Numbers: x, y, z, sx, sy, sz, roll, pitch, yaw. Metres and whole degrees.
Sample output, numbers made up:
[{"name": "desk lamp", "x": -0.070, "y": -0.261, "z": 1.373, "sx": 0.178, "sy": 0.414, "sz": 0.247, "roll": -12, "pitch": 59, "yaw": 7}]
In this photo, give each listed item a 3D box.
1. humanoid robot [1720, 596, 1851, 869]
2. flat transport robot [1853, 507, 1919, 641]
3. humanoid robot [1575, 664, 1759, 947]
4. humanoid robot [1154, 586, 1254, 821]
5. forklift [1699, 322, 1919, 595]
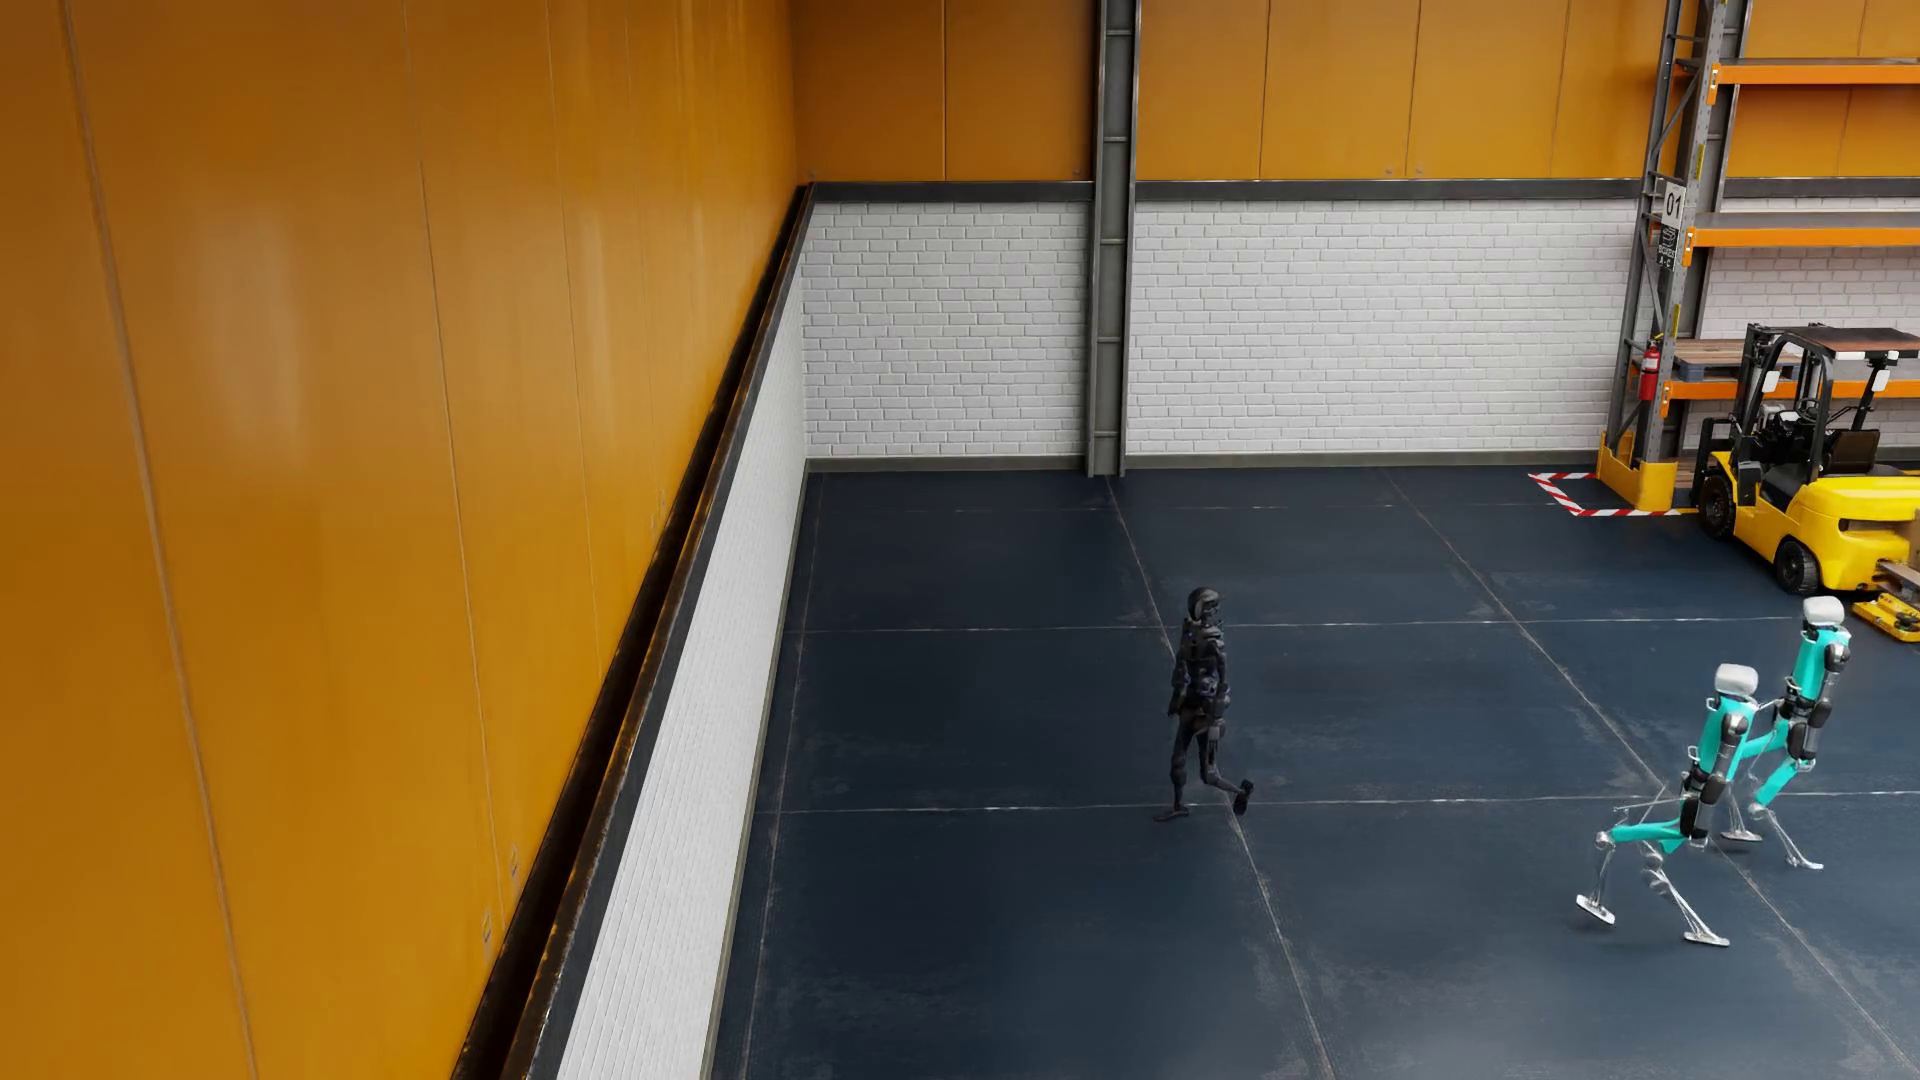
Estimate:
[{"name": "humanoid robot", "x": 5.005, "y": 1.186, "z": 10.217, "sx": 0.921, "sy": 1.773, "sz": 0.543, "roll": 3, "pitch": 21, "yaw": 9}, {"name": "flat transport robot", "x": 8.335, "y": 0.608, "z": 13.905, "sx": 1.431, "sy": 0.231, "sz": 0.659, "roll": -3, "pitch": 20, "yaw": -7}, {"name": "humanoid robot", "x": 3.948, "y": 1.496, "z": 9.461, "sx": 1.026, "sy": 1.764, "sz": 0.533, "roll": 8, "pitch": 22, "yaw": 20}, {"name": "humanoid robot", "x": 1.597, "y": 1.054, "z": 10.688, "sx": 0.639, "sy": 1.636, "sz": 0.611, "roll": -8, "pitch": 22, "yaw": -21}, {"name": "forklift", "x": 7.809, "y": -0.792, "z": 14.926, "sx": 1.214, "sy": 2.155, "sz": 2.313, "roll": -1, "pitch": 20, "yaw": -2}]
